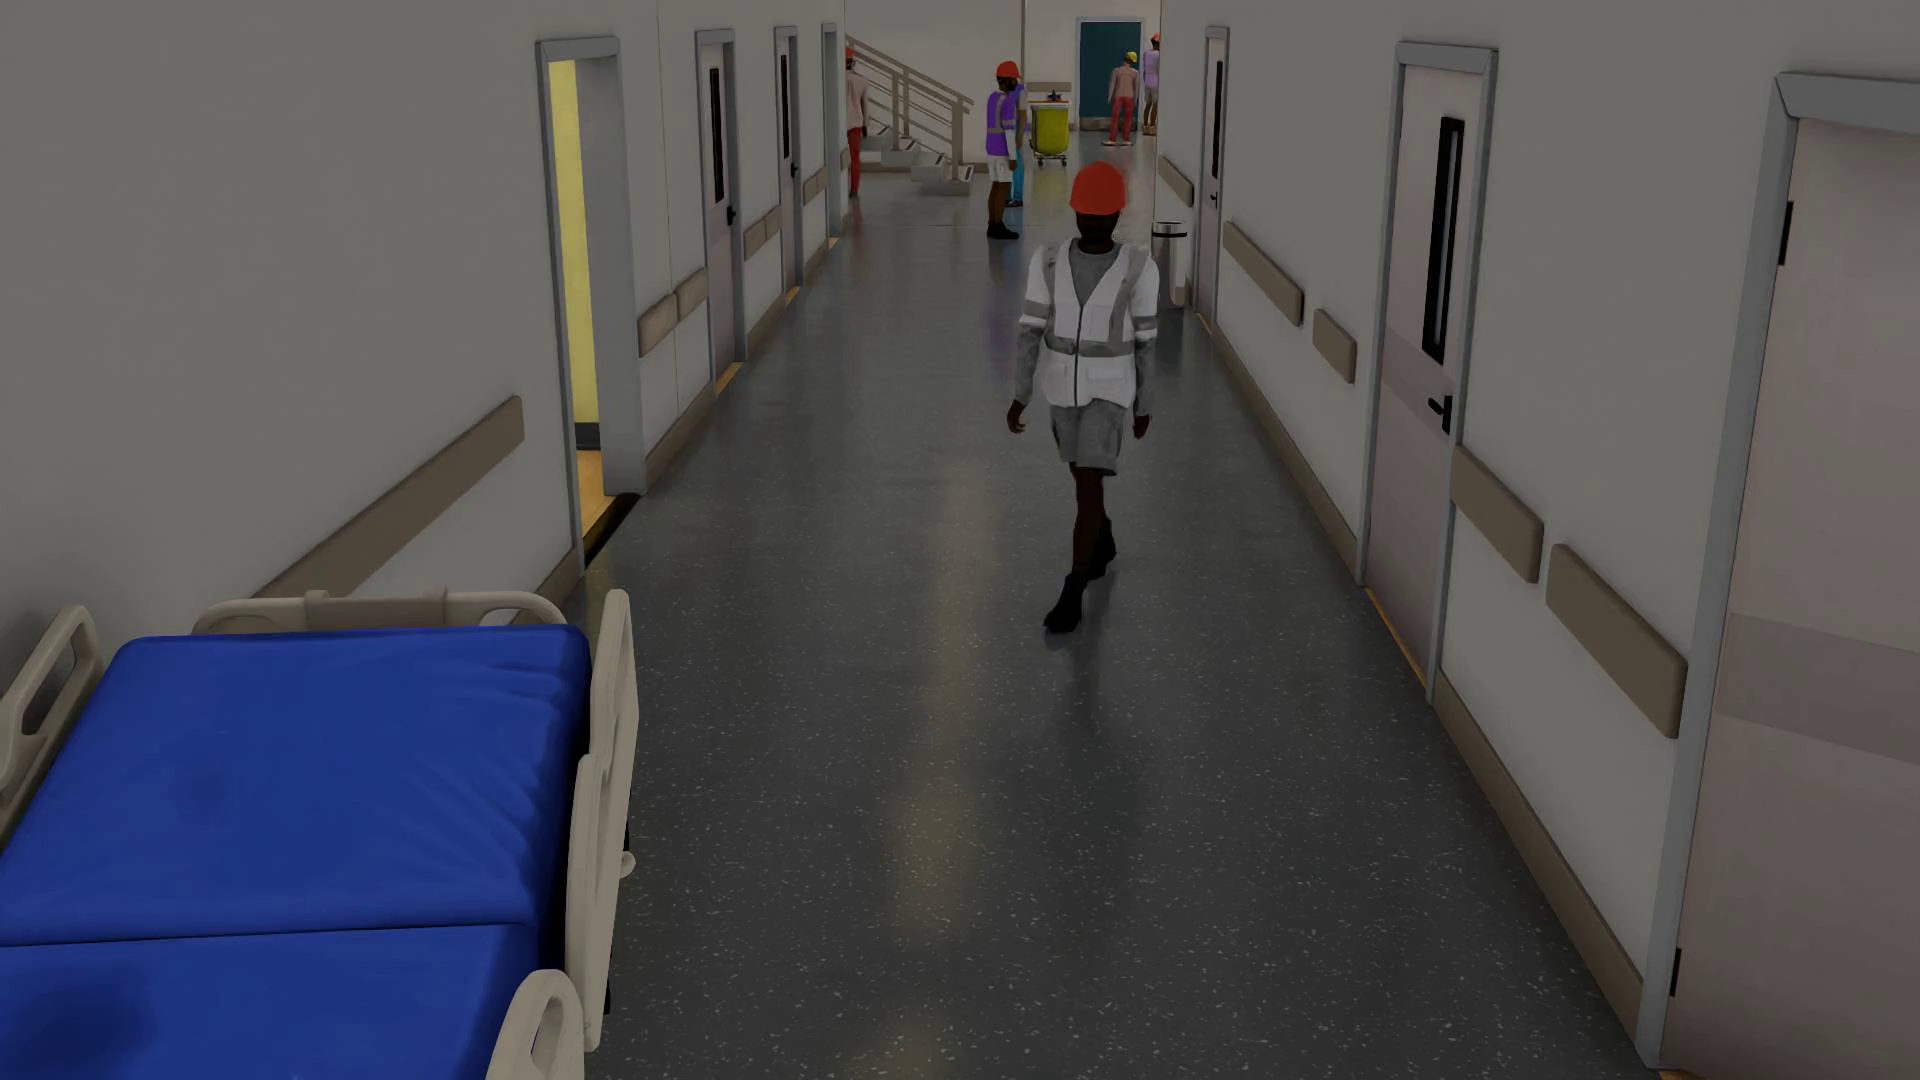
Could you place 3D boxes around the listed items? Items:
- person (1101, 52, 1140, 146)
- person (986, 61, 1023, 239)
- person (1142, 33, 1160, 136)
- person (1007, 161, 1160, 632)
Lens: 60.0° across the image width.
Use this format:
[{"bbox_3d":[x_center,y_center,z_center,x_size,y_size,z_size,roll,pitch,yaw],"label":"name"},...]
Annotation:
[{"bbox_3d":[3.019,-8.287,31.258,0.696,1.719,0.407,1,18,2],"label":"person"},{"bbox_3d":[0.492,-4.304,18.414,0.393,1.929,0.548,-7,19,-22],"label":"person"},{"bbox_3d":[3.956,-9.233,33.743,0.409,2.028,0.615,-11,21,-31],"label":"person"},{"bbox_3d":[0.550,-0.638,6.983,0.551,1.888,1.026,8,19,23],"label":"person"}]
